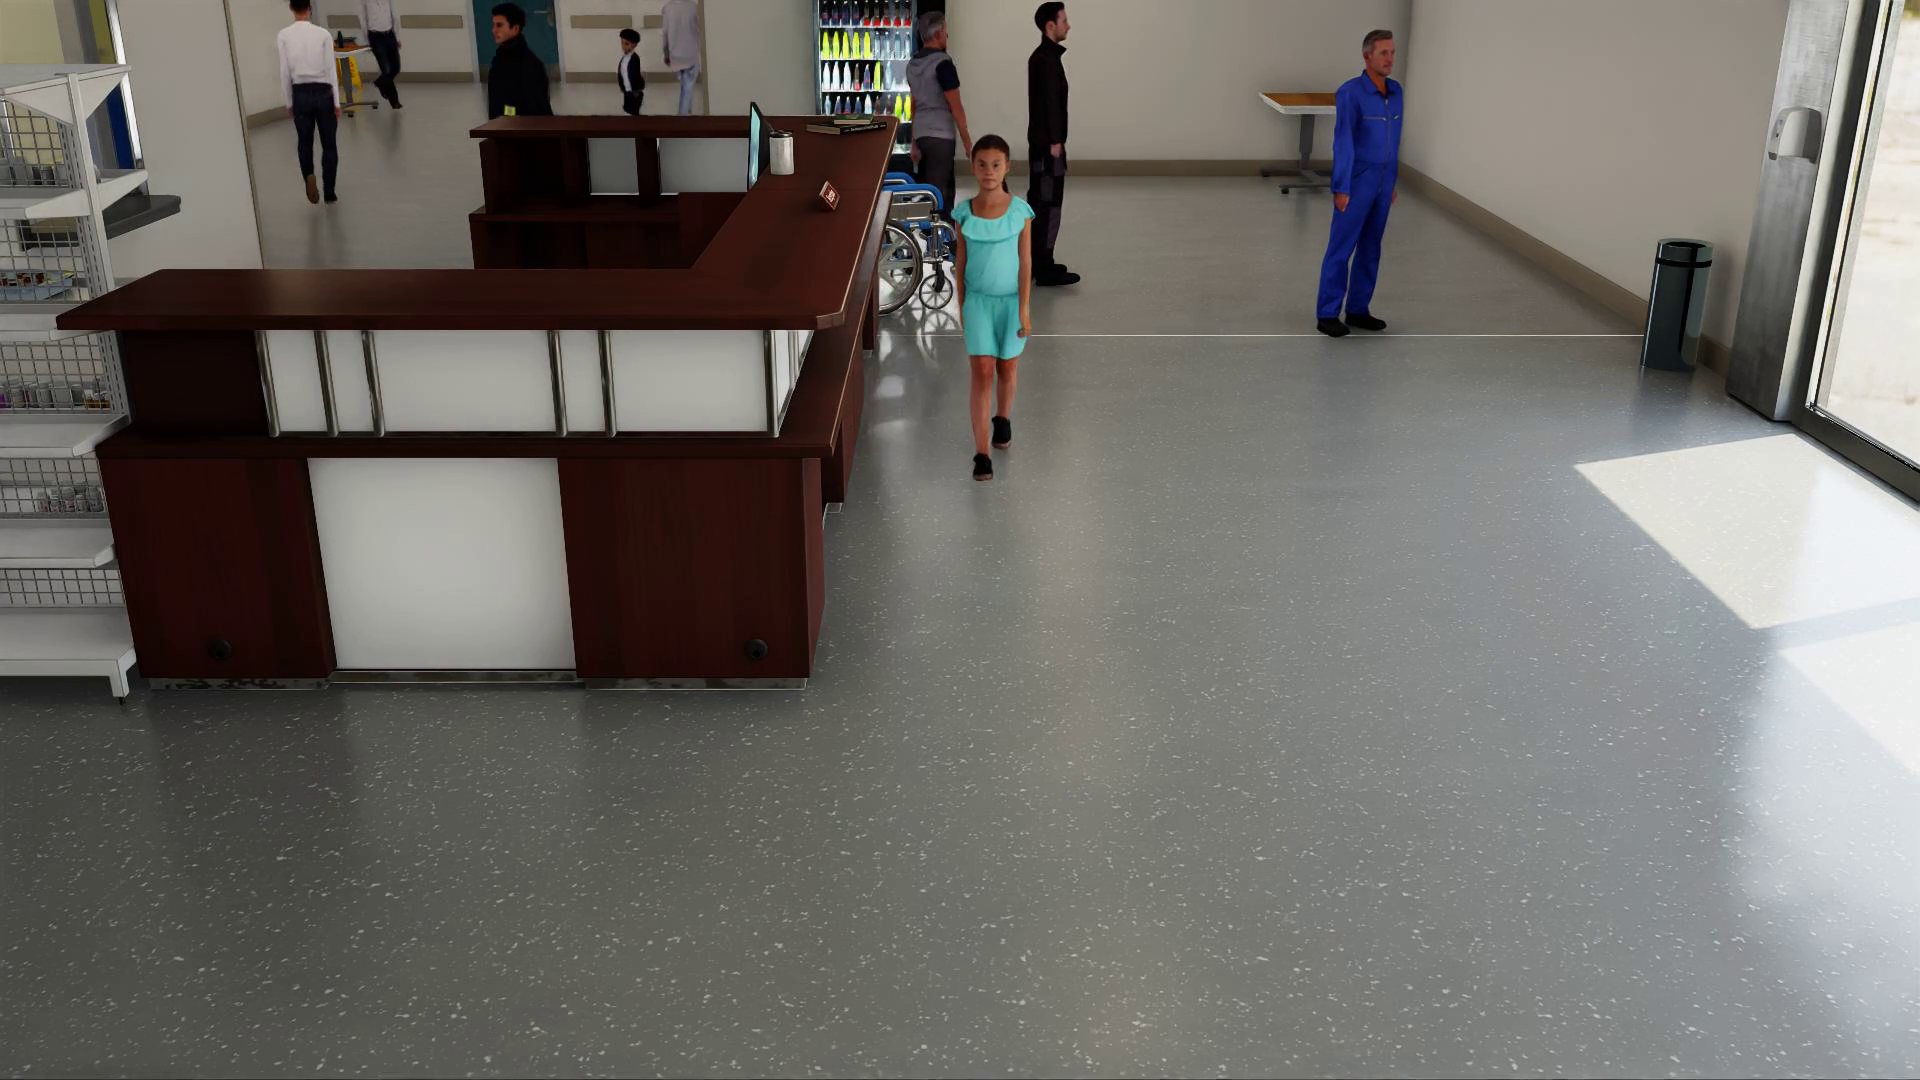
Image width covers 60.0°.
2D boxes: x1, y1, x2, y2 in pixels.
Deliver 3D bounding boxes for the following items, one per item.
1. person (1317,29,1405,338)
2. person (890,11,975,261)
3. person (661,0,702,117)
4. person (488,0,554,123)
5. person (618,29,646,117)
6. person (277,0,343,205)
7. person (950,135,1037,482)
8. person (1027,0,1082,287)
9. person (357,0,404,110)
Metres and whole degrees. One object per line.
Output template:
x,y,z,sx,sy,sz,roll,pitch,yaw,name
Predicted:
2.475,-2.185,10.206,0.737,1.826,0.861,-14,25,-32,person
-0.248,-2.820,11.930,1.278,1.792,1.084,-12,24,-29,person
-3.155,-5.479,18.929,0.957,1.806,0.925,6,22,17,person
-2.944,-2.698,11.441,1.214,1.910,1.137,-18,27,-39,person
-3.673,-5.176,18.907,0.724,1.217,0.663,-16,26,-36,person
-5.666,-3.840,14.546,0.954,1.846,0.814,-5,21,-12,person
0.183,-1.086,7.734,1.019,1.520,0.645,2,21,4,person
0.621,-2.763,11.606,0.627,1.915,0.716,-3,21,-8,person
-7.647,-6.590,21.887,1.067,1.790,1.012,19,28,40,person
